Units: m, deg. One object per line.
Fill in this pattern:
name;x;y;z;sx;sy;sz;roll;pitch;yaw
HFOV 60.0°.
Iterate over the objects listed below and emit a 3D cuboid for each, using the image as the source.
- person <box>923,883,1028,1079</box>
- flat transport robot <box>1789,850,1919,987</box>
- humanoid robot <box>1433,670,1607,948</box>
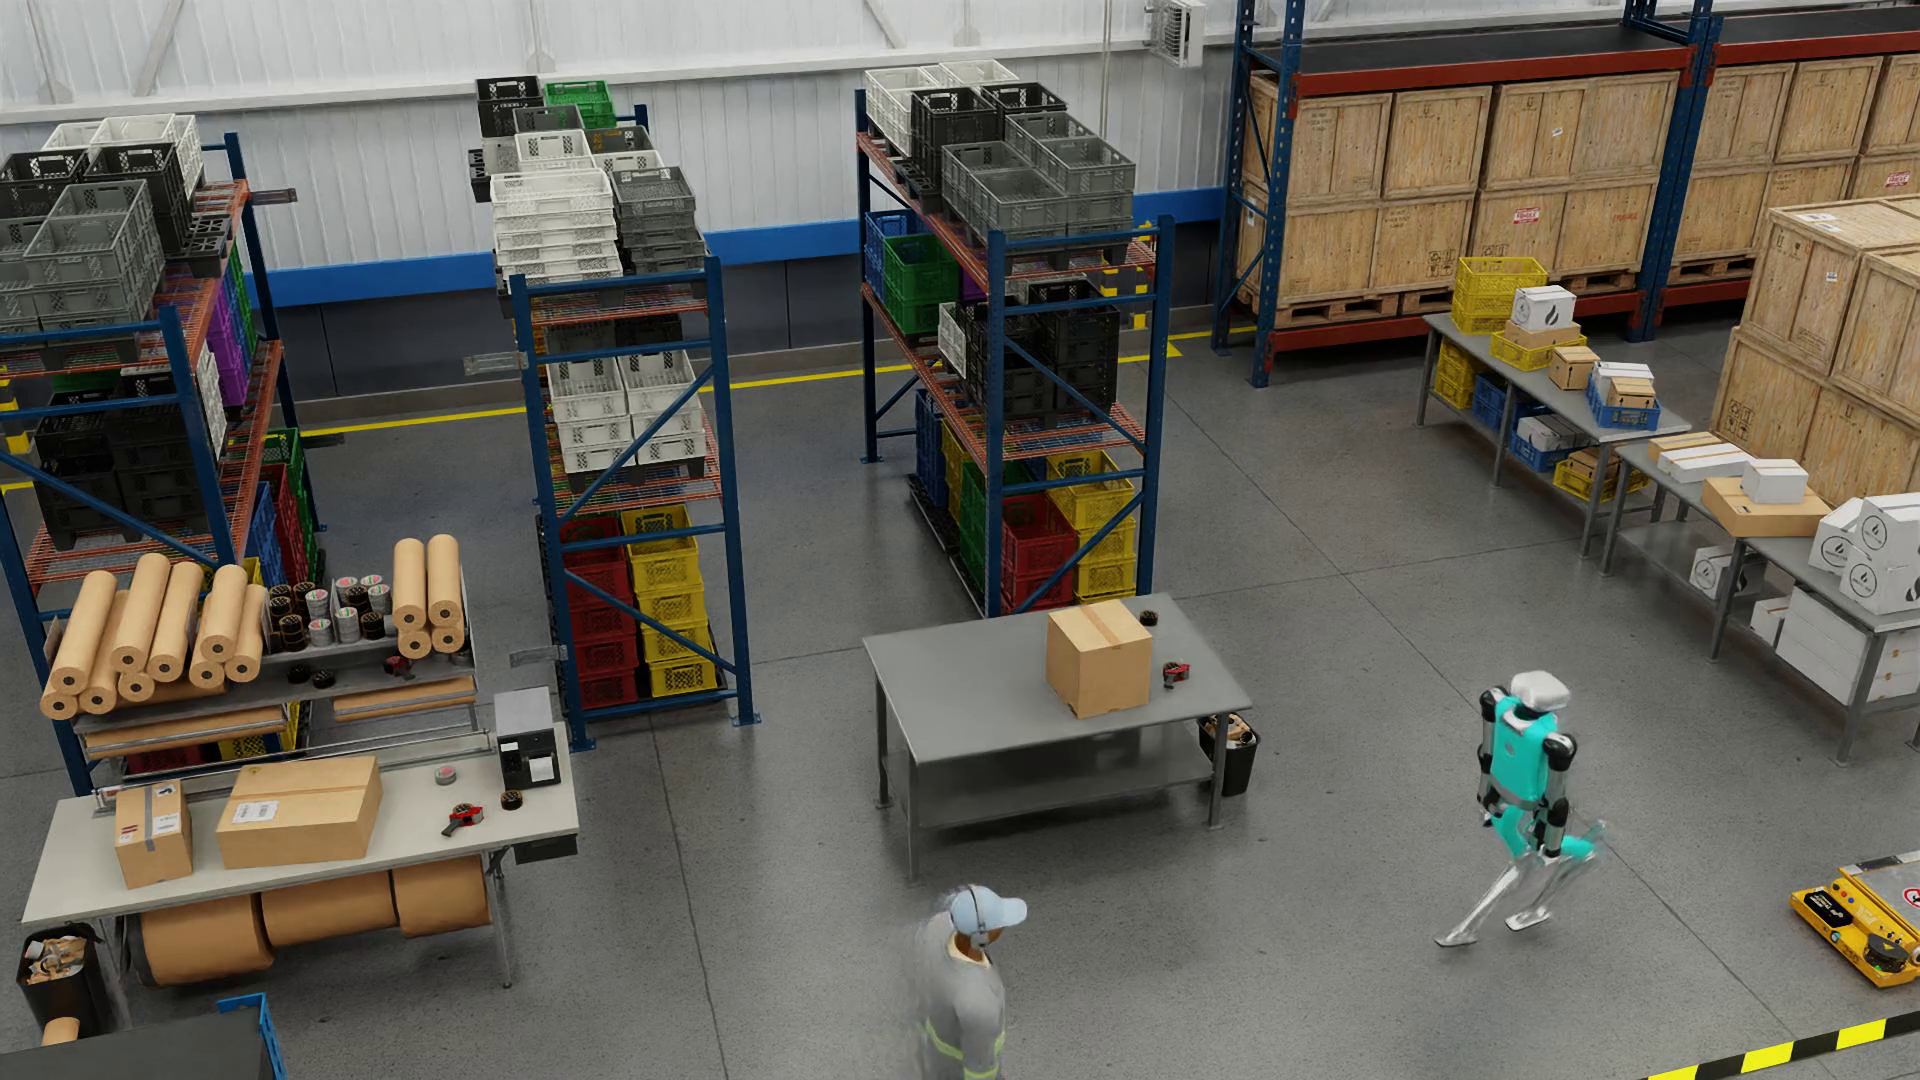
person;-0.024;2.112;6.688;0.654;1.835;0.587;-11;31;-20
flat transport robot;5.163;1.916;8.676;1.431;0.231;0.659;-8;30;-14
humanoid robot;2.866;1.337;8.187;0.917;1.740;0.541;-15;32;-25
